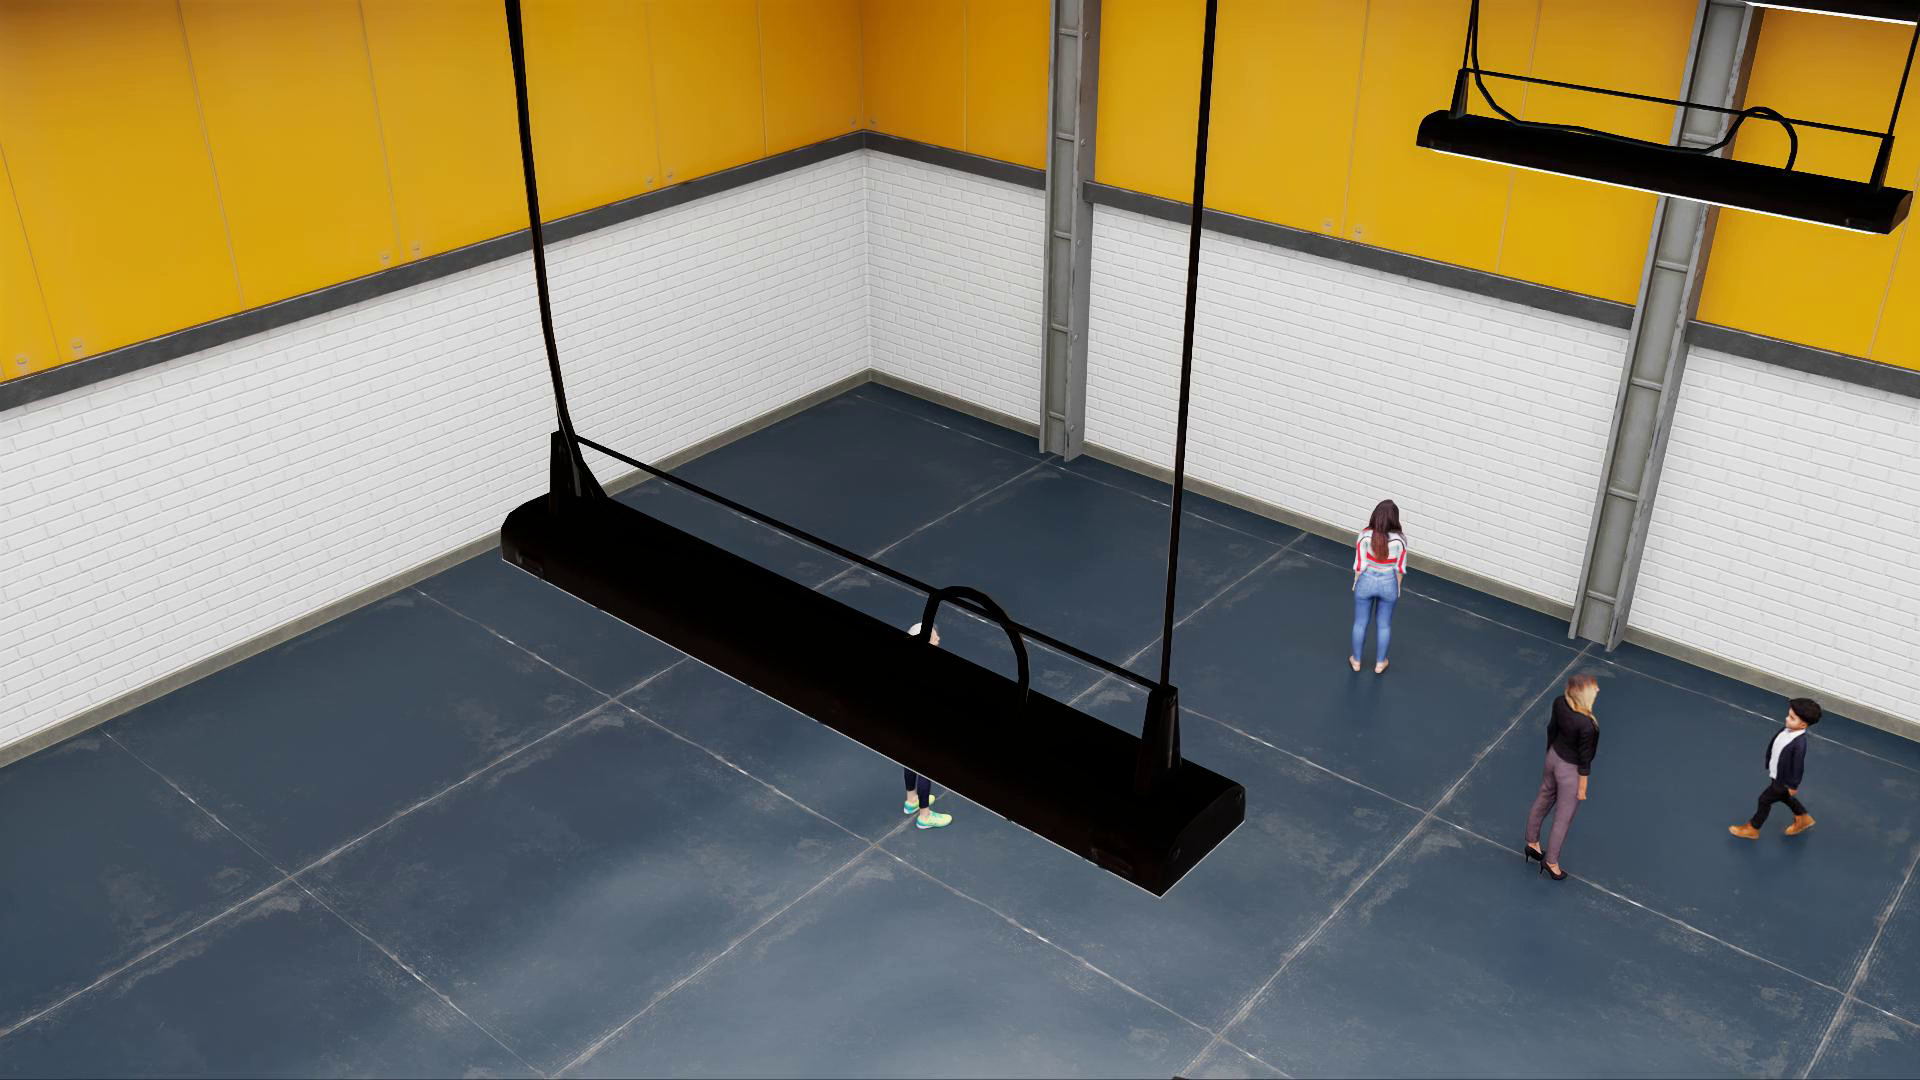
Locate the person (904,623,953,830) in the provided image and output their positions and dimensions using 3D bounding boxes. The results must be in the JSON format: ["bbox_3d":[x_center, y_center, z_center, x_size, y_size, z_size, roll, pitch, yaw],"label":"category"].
[{"bbox_3d":[-0.281,1.349,12.299,0.736,1.702,0.597,-14,32,-24],"label":"person"}]

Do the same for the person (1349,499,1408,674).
[{"bbox_3d":[3.548,0.386,14.156,0.587,1.612,0.720,7,29,12],"label":"person"}]

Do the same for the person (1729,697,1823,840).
[{"bbox_3d":[6.112,1.689,12.186,0.912,1.212,0.765,4,29,8],"label":"person"}]

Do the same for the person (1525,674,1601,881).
[{"bbox_3d":[4.267,1.654,11.771,0.748,1.671,0.653,-8,30,-14],"label":"person"}]
